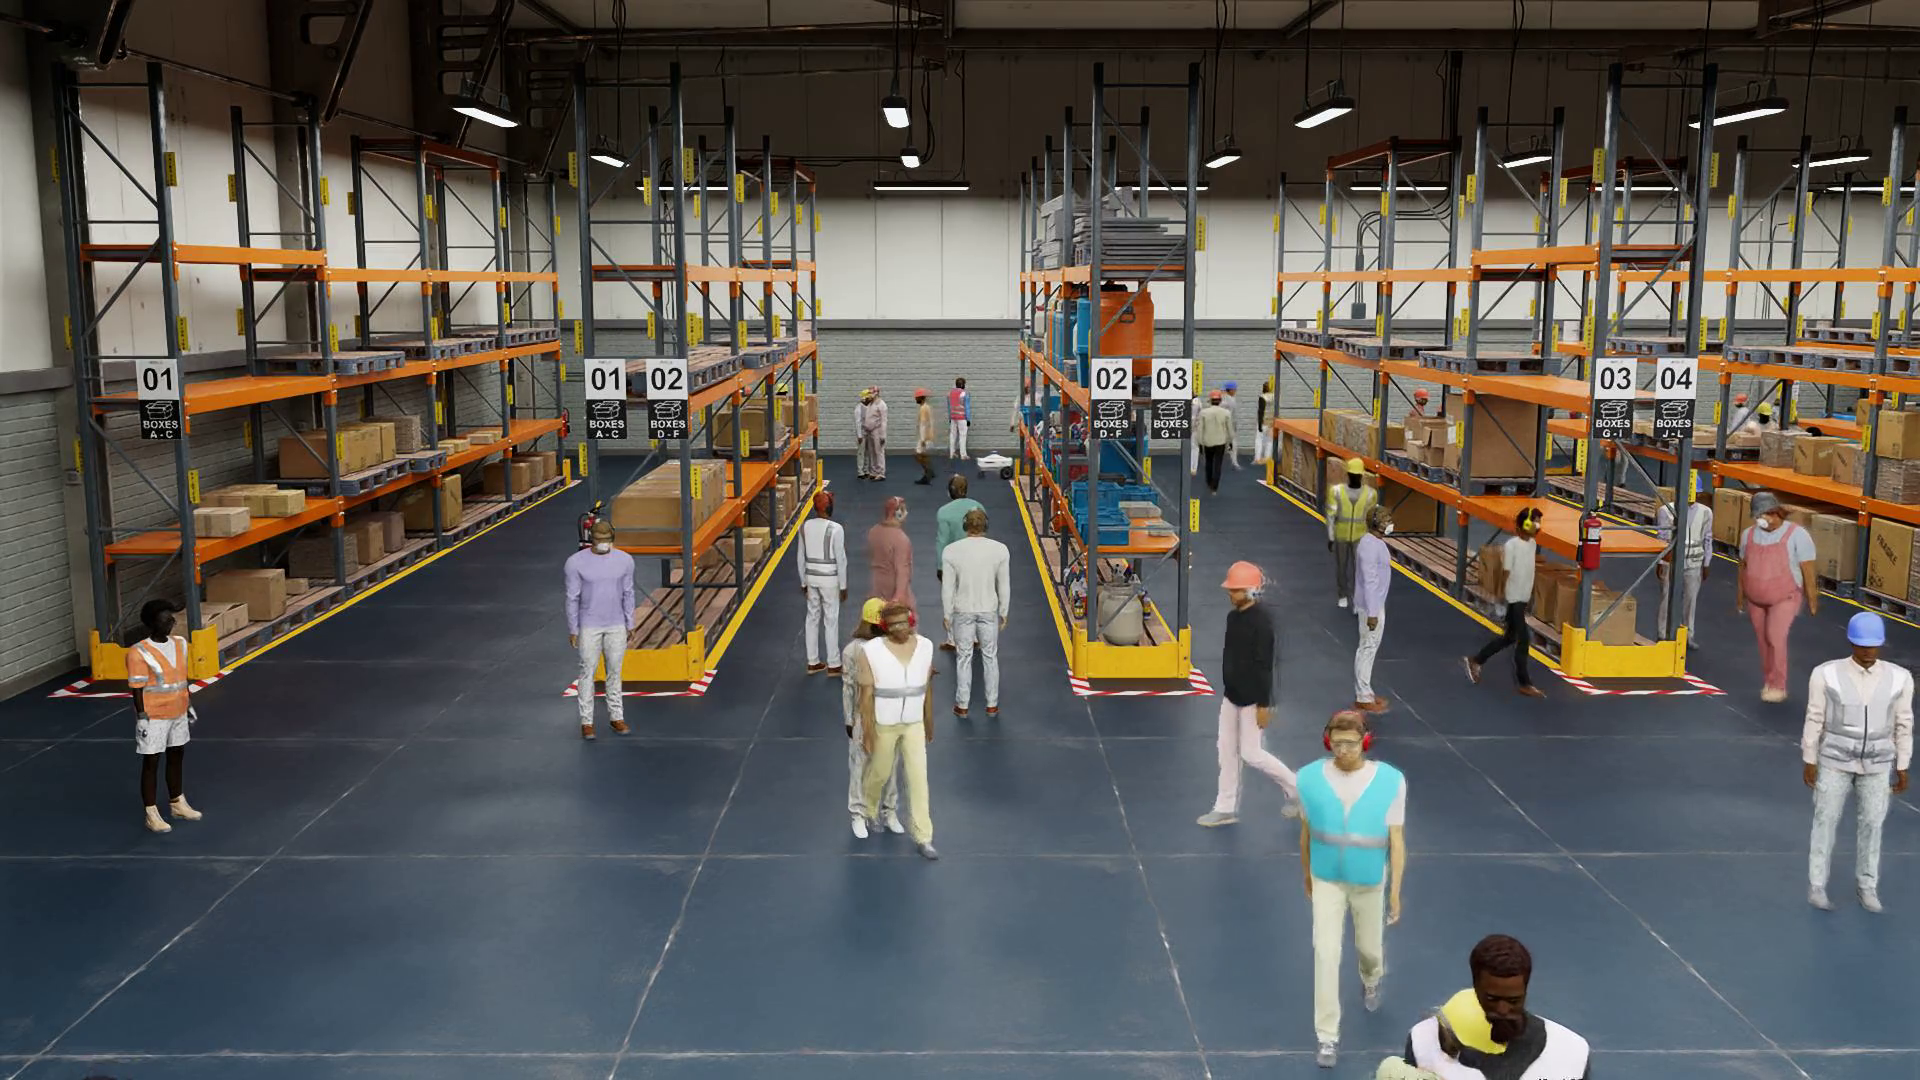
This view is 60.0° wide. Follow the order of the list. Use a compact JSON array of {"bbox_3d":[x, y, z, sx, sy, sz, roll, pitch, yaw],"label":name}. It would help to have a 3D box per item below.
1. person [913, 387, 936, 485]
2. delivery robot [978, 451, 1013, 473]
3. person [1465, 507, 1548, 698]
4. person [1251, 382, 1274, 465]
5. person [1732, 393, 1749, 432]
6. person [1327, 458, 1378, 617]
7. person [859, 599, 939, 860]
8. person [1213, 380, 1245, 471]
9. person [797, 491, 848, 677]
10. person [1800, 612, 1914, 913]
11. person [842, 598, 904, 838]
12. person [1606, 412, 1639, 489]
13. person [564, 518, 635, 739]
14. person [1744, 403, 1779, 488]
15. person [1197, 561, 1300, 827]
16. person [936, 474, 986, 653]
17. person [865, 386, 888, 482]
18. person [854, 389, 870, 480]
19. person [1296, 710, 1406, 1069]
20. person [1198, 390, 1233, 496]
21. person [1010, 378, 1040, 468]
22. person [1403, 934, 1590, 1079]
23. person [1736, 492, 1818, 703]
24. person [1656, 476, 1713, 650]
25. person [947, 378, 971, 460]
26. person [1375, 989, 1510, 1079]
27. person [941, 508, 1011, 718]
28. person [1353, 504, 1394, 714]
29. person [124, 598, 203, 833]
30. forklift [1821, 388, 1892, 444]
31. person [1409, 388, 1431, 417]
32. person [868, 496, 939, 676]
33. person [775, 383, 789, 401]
[{"bbox_3d":[-0.742,-2.023,32.534,0.399,1.918,0.571,1,9,6],"label":"person"},{"bbox_3d":[0.705,-1.553,33.594,0.707,0.478,0.477,0,9,-2],"label":"delivery robot"},{"bbox_3d":[5.348,0.572,16.165,0.530,1.834,0.862,-8,12,-42],"label":"person"},{"bbox_3d":[6.649,-2.536,36.210,0.668,1.811,0.486,-8,12,-41],"label":"person"},{"bbox_3d":[15.811,-2.119,33.771,0.377,1.730,0.575,2,9,15],"label":"person"},{"bbox_3d":[4.713,-0.053,20.019,0.586,1.882,1.005,2,9,12],"label":"person"},{"bbox_3d":[-0.463,1.276,11.729,0.602,1.800,0.926,-5,10,-27],"label":"person"},{"bbox_3d":[5.608,-2.415,35.071,0.851,1.919,0.614,5,10,27],"label":"person"},{"bbox_3d":[-1.380,0.438,16.832,0.575,1.883,0.362,6,11,34],"label":"person"},{"bbox_3d":[5.653,1.398,10.496,0.630,1.937,0.433,2,9,15],"label":"person"},{"bbox_3d":[-0.603,1.272,11.939,0.484,1.738,0.320,-3,9,-19],"label":"person"},{"bbox_3d":[12.746,-1.884,31.994,0.596,1.812,0.450,0,9,-2],"label":"person"},{"bbox_3d":[-3.133,0.764,14.566,0.629,1.937,0.373,-5,10,-30],"label":"person"},{"bbox_3d":[14.028,-1.495,29.269,0.581,1.888,0.876,0,9,-2],"label":"person"},{"bbox_3d":[2.142,1.125,12.139,0.740,1.976,0.622,-3,9,-18],"label":"person"},{"bbox_3d":[0.005,0.252,17.902,0.626,1.930,0.370,-7,11,-38],"label":"person"},{"bbox_3d":[-1.708,-2.115,33.226,0.400,1.903,0.682,-6,11,-33],"label":"person"},{"bbox_3d":[-1.895,-2.127,33.490,0.403,1.835,0.586,4,10,23],"label":"person"},{"bbox_3d":[2.027,1.740,8.663,0.565,1.821,0.801,3,9,17],"label":"person"},{"bbox_3d":[4.824,-1.840,31.295,0.624,1.942,1.033,3,9,18],"label":"person"},{"bbox_3d":[1.330,-2.419,34.964,0.658,1.948,0.954,8,12,42],"label":"person"},{"bbox_3d":[1.736,2.193,5.465,0.583,1.910,0.391,2,9,12],"label":"person"},{"bbox_3d":[7.694,0.516,15.828,0.724,2.000,0.757,-6,11,-36],"label":"person"},{"bbox_3d":[7.804,0.239,17.954,0.600,1.939,0.409,0,9,3],"label":"person"},{"bbox_3d":[-0.006,-2.724,37.350,0.623,1.835,0.431,7,11,39],"label":"person"},{"bbox_3d":[1.517,2.293,5.421,0.504,1.729,0.554,-9,12,-44],"label":"person"},{"bbox_3d":[0.144,0.664,15.196,0.636,1.939,0.364,-1,9,-7],"label":"person"},{"bbox_3d":[3.833,0.630,15.421,0.366,1.939,0.635,3,9,16],"label":"person"},{"bbox_3d":[-5.802,1.262,12.122,0.318,1.699,0.533,3,9,19],"label":"person"},{"bbox_3d":[20.072,-3.110,36.462,1.873,2.768,1.129,0,9,0],"label":"forklift"},{"bbox_3d":[8.588,-1.847,31.171,0.395,1.993,0.614,3,9,19],"label":"person"},{"bbox_3d":[-0.700,0.486,16.568,0.960,1.870,0.635,-7,11,-37],"label":"person"},{"bbox_3d":[-3.590,-2.246,33.982,0.390,1.919,0.584,0,9,1],"label":"person"}]
